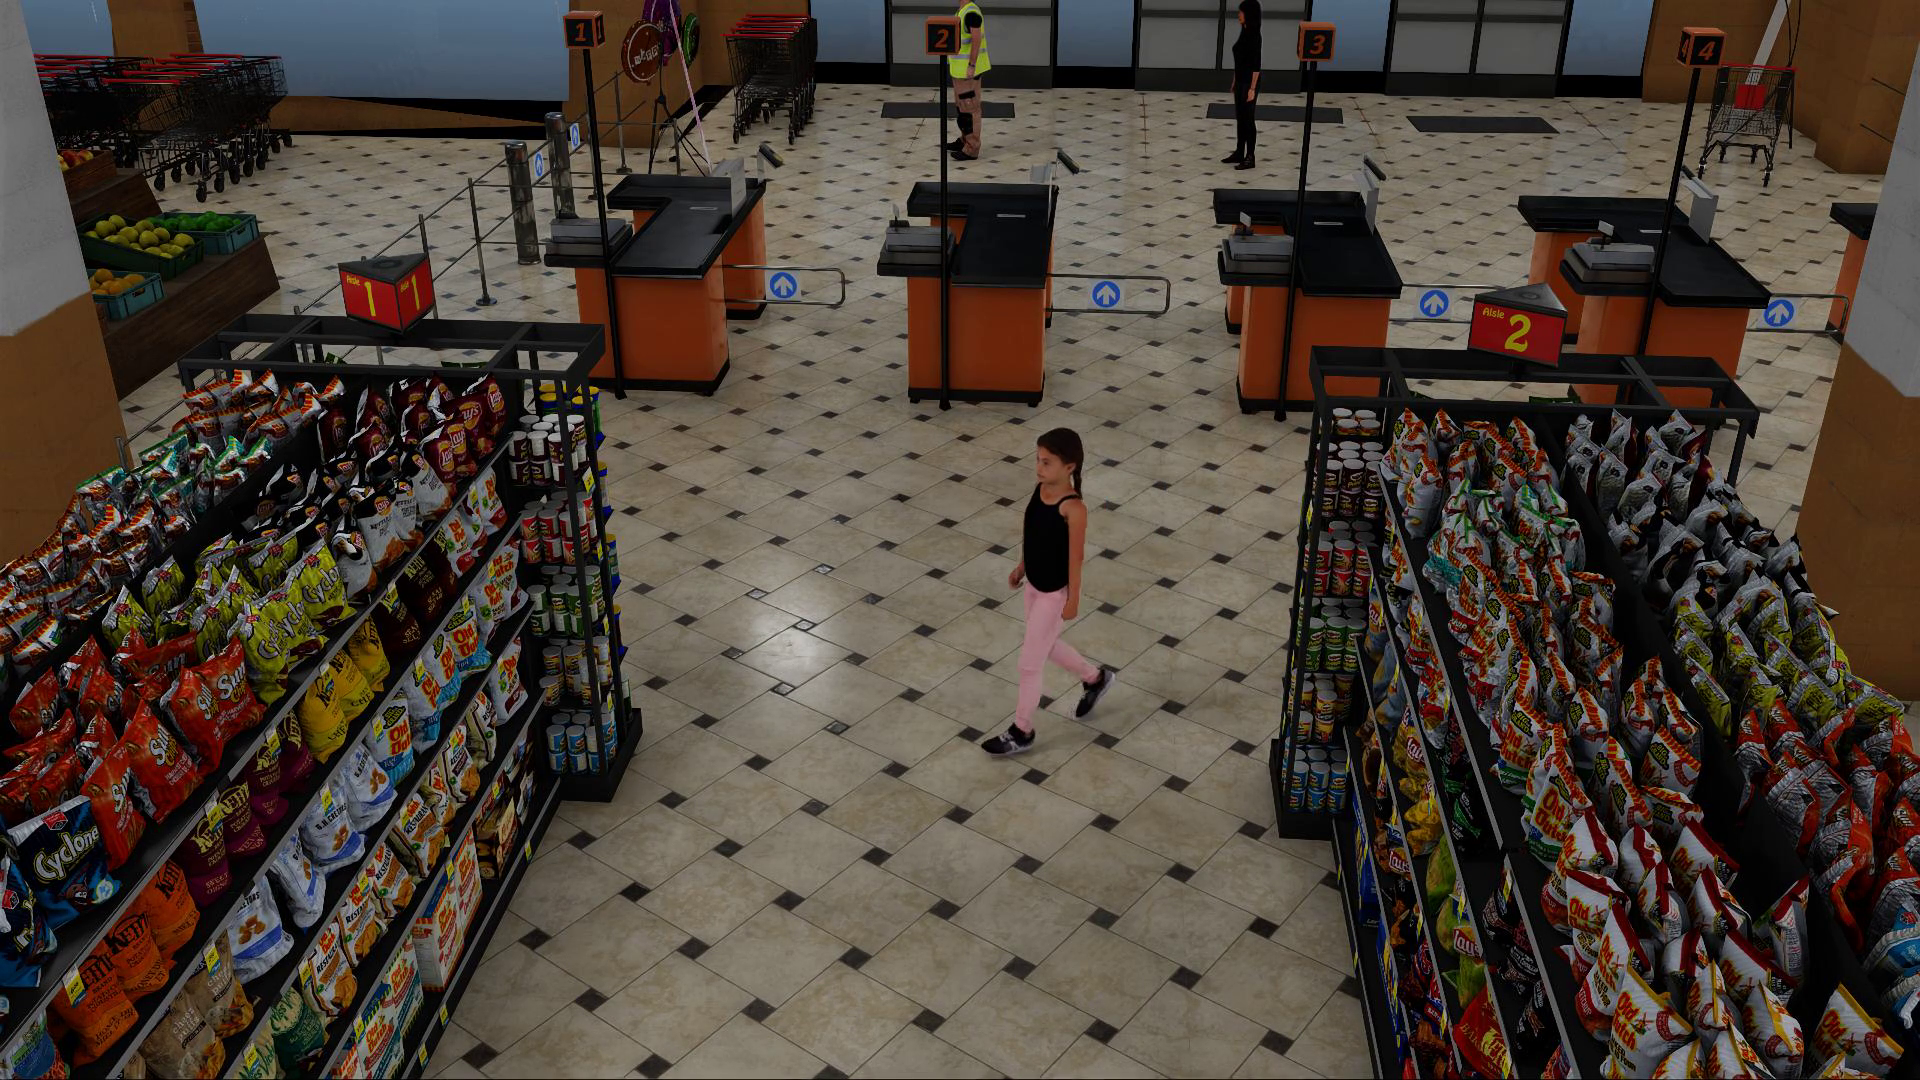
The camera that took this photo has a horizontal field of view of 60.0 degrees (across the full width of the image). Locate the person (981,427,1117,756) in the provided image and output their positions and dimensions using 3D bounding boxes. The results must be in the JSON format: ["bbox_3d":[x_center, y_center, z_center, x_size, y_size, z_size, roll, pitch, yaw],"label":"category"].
[{"bbox_3d":[0.444,0.201,7.367,0.845,1.548,0.956,-10,29,-20],"label":"person"}]

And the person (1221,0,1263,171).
[{"bbox_3d":[2.879,-4.570,16.672,0.716,1.641,0.569,-8,28,-15],"label":"person"}]

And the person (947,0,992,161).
[{"bbox_3d":[0.053,-4.837,16.972,0.843,1.845,0.731,-5,27,-9],"label":"person"}]
